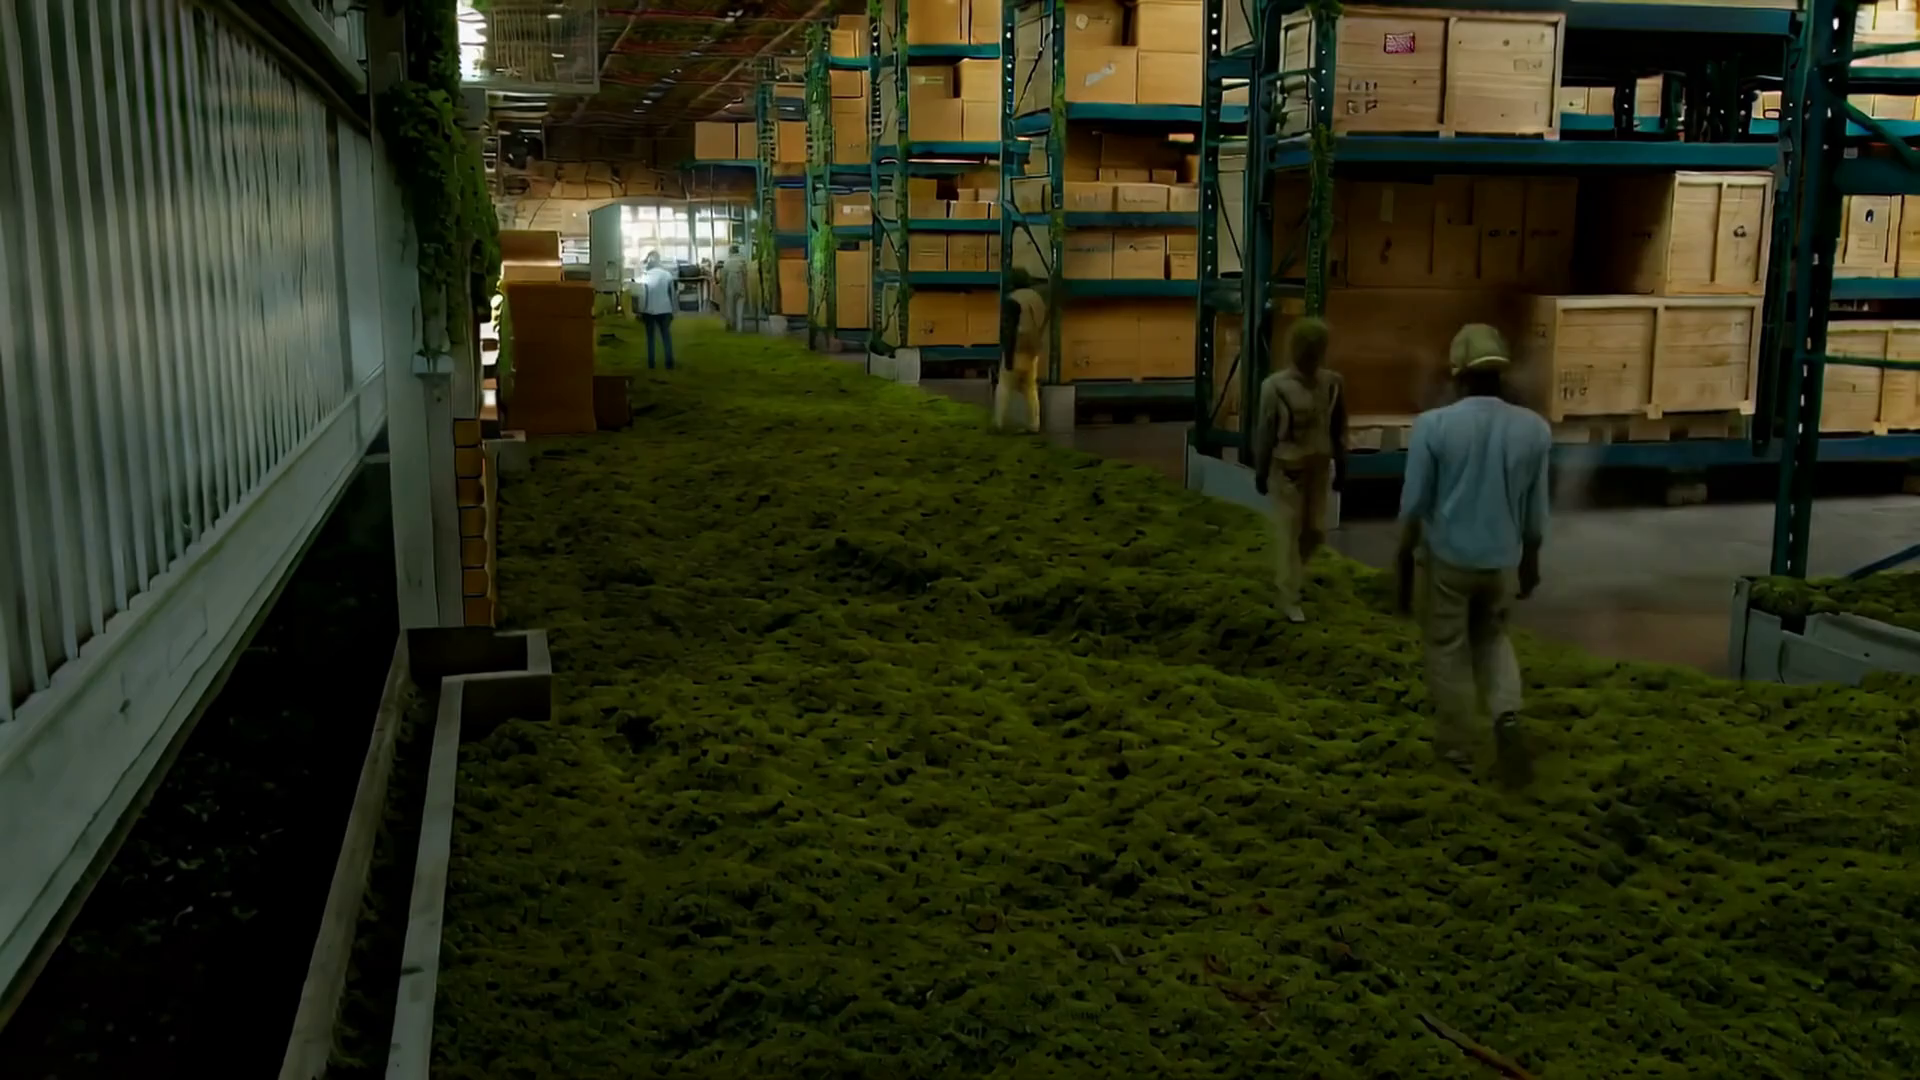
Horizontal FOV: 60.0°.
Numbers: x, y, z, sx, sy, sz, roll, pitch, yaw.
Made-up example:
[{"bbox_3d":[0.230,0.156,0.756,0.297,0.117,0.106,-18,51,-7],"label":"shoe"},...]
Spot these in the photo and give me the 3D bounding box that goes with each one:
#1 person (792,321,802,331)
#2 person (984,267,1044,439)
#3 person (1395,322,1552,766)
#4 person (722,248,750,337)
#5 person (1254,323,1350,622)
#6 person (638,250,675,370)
[{"bbox_3d":[-3.682,-5.915,40.145,0.892,1.727,0.536,-2,10,-14],"label":"person"},{"bbox_3d":[0.592,-1.969,17.598,0.742,1.804,0.656,8,13,39],"label":"person"},{"bbox_3d":[1.970,0.040,6.380,0.575,1.735,0.479,-1,10,-5],"label":"person"},{"bbox_3d":[-5.045,-5.534,37.277,0.658,1.965,0.841,-4,11,-21],"label":"person"},{"bbox_3d":[1.855,-0.398,9.203,0.516,1.615,0.658,-2,10,-11],"label":"person"},{"bbox_3d":[-4.922,-3.740,27.121,0.618,1.972,0.862,-4,11,-21],"label":"person"}]
